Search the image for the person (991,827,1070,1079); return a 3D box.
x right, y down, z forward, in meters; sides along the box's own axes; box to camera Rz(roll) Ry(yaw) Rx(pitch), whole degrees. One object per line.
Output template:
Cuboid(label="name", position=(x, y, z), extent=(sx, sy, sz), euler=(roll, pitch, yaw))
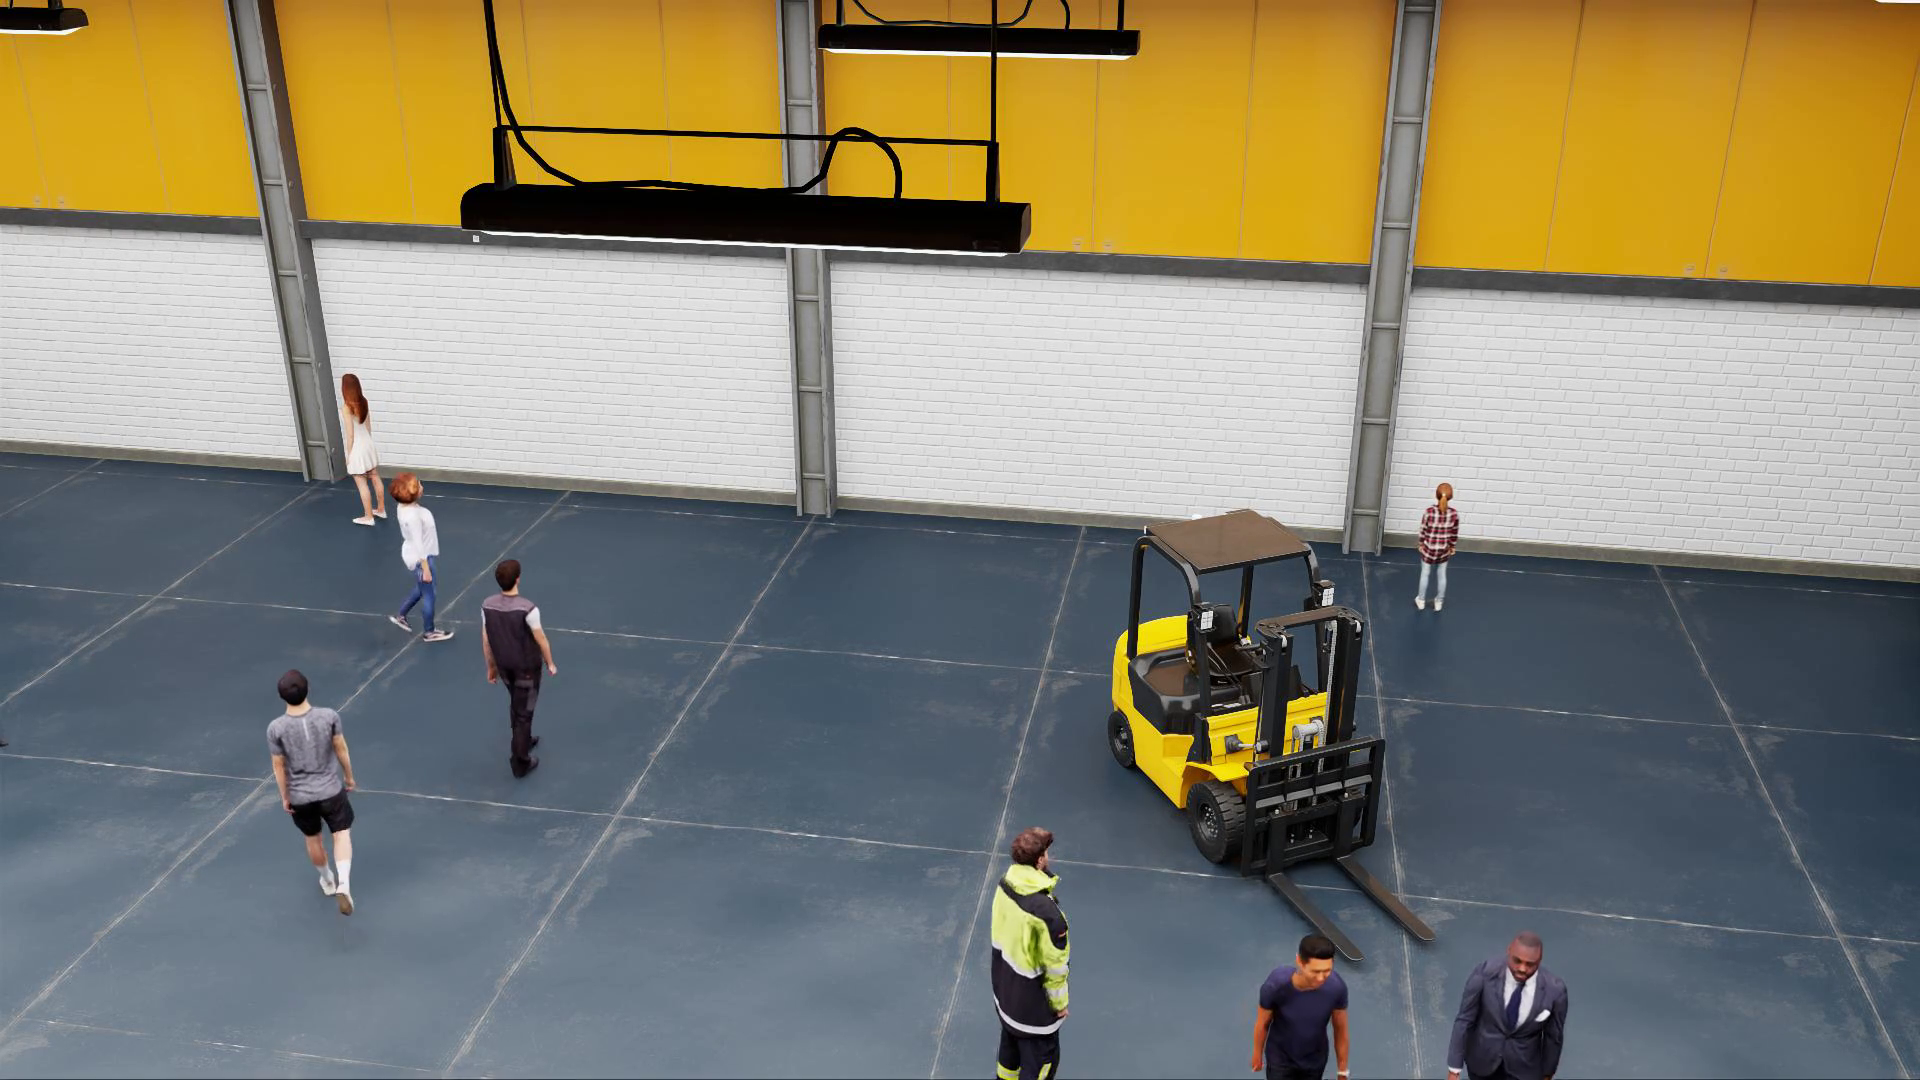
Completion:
Cuboid(label="person", position=(0.405, 2.567, 9.700), extent=(0.916, 1.969, 0.878), euler=(-11, 26, -24))

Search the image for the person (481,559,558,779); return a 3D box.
Cuboid(label="person", position=(-3.588, 1.064, 13.312), extent=(0.774, 1.830, 0.778), euler=(9, 25, 19))

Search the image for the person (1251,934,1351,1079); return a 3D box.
Cuboid(label="person", position=(1.876, 2.846, 9.326), extent=(0.829, 1.757, 0.815), euler=(-2, 24, -3))

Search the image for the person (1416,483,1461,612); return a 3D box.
Cuboid(label="person", position=(4.665, 0.063, 16.258), extent=(0.436, 1.304, 0.583), euler=(2, 24, 6))

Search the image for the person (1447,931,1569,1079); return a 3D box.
Cuboid(label="person", position=(3.008, 2.877, 9.231), extent=(1.213, 1.776, 1.004), euler=(12, 26, 25))

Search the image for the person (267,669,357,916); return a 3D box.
Cuboid(label="person", position=(-4.494, 1.785, 11.631), extent=(1.066, 1.856, 1.056), euler=(-11, 26, -23))

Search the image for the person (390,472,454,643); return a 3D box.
Cuboid(label="person", position=(-5.136, 0.175, 15.514), extent=(0.923, 1.694, 0.851), euler=(-11, 26, -23))

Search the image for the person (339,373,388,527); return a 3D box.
Cuboid(label="person", position=(-6.554, -1.002, 18.187), extent=(0.571, 1.711, 0.599), euler=(9, 25, 19))
